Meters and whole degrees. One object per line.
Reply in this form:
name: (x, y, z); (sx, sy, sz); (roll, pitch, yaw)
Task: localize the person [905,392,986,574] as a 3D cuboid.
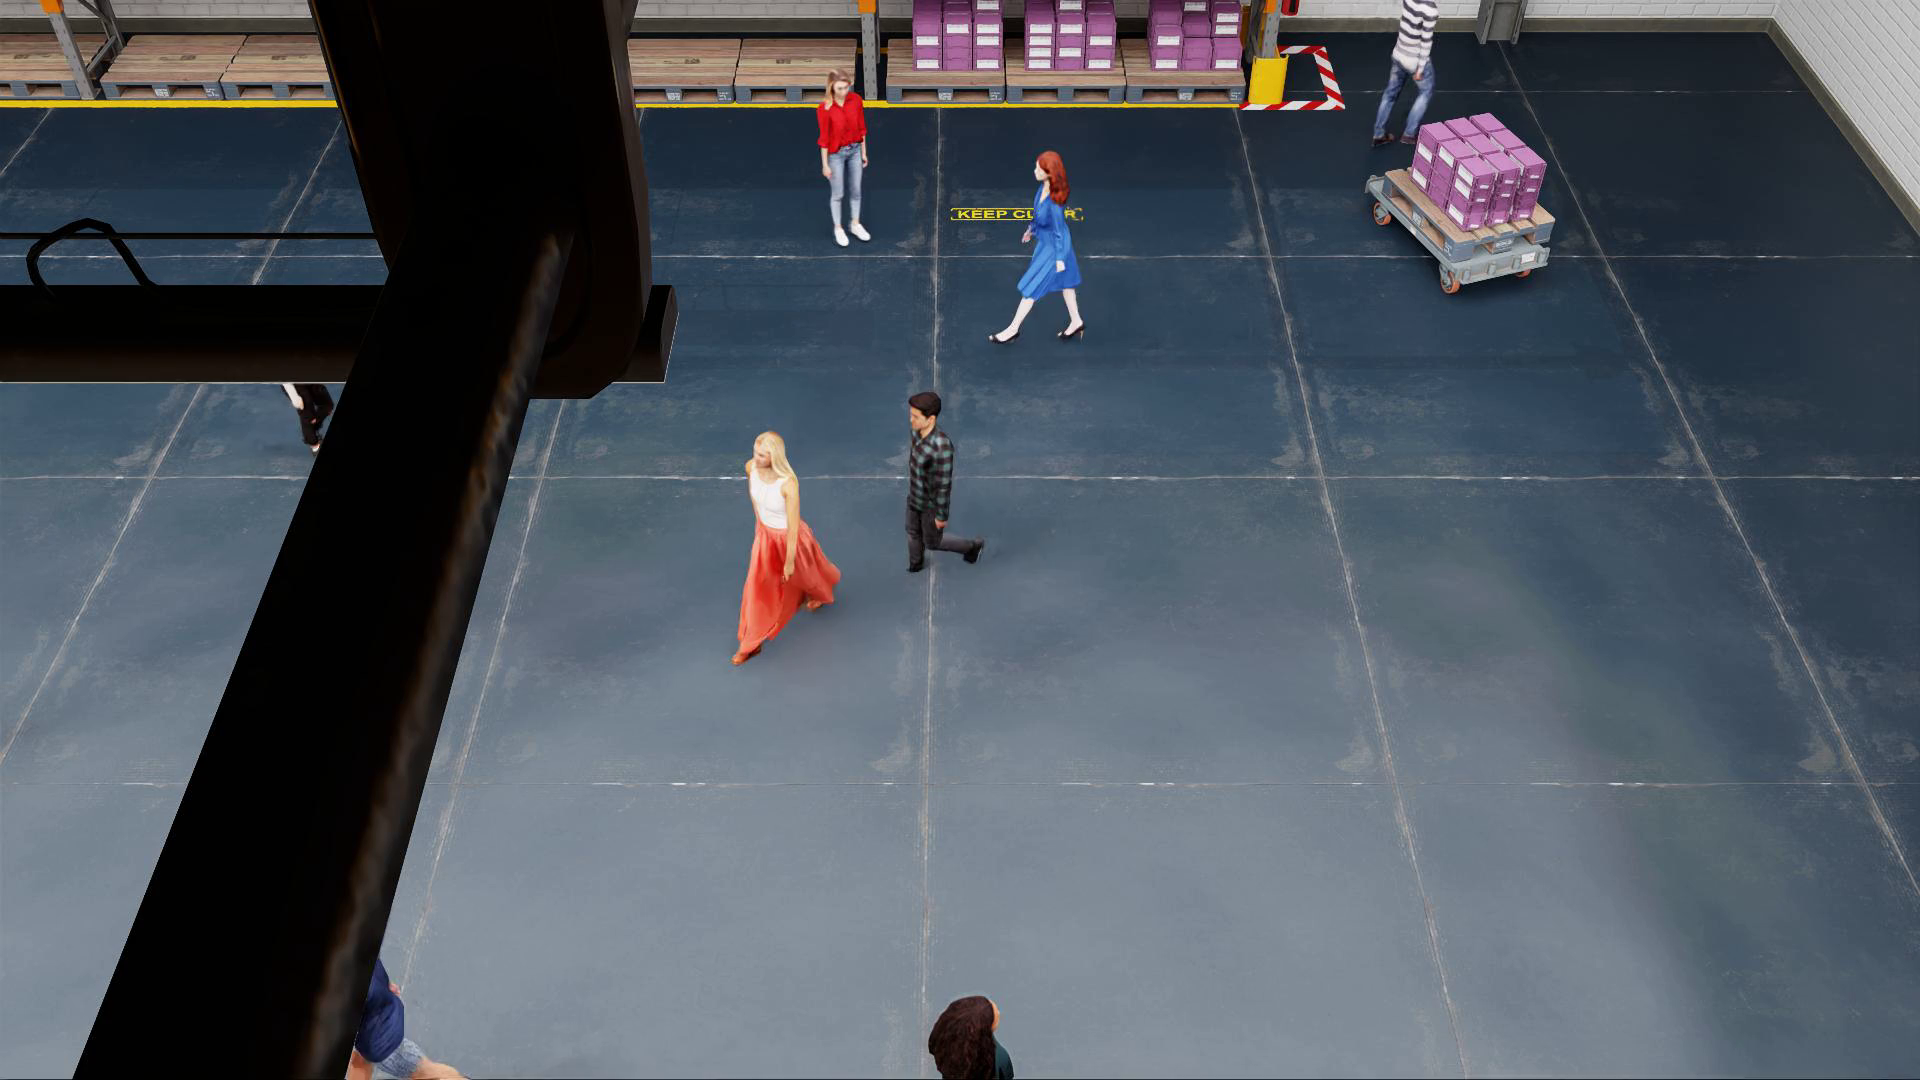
person: (-0.158, -0.339, 11.568); (1.044, 1.697, 0.929); (-20, 47, -19)

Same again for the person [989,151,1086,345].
person: (0.837, -2.318, 13.400); (1.021, 1.791, 0.631); (0, 44, 0)

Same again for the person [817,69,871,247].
person: (-1.026, -3.373, 14.575); (0.654, 1.699, 0.764); (-24, 49, -23)

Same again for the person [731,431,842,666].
person: (-1.110, -0.040, 11.040); (1.252, 1.748, 1.234); (30, 51, 28)

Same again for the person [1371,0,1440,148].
person: (4.177, -4.528, 15.691); (0.892, 1.831, 0.831); (-21, 48, -21)

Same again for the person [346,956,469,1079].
person: (-2.860, 2.442, 8.403); (1.230, 1.792, 0.829); (-10, 44, -10)

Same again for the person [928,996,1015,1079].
person: (0.067, 2.741, 8.216); (0.753, 1.617, 0.712); (-25, 49, -24)
